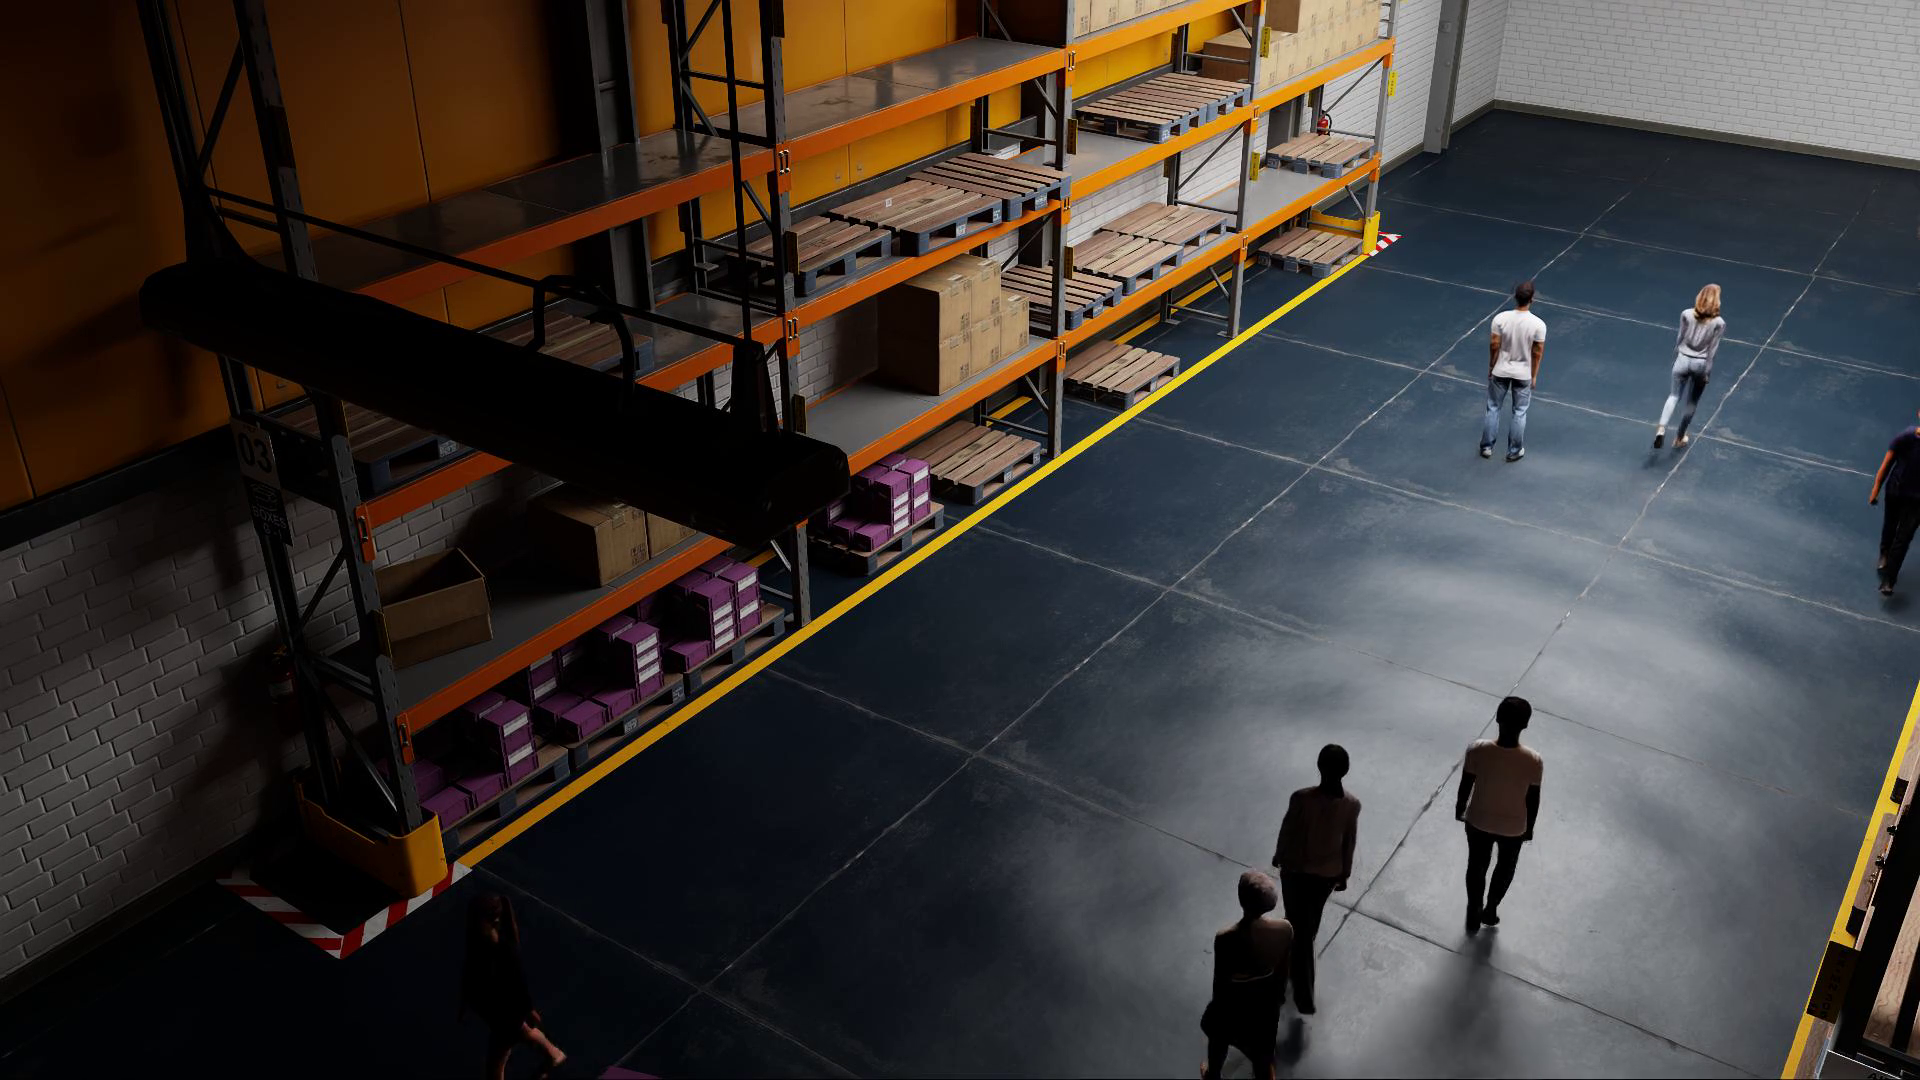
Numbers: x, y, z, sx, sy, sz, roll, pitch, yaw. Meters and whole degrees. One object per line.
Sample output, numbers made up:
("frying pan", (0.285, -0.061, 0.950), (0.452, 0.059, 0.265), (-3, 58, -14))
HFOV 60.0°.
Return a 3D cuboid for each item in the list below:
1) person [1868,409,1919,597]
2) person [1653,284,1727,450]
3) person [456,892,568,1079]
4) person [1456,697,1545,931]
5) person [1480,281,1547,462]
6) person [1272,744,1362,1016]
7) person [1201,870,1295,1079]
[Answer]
("person", (8.191, -0.429, 14.370), (0.713, 1.736, 1.135), (16, 33, 27))
("person", (7.277, -1.690, 16.634), (0.684, 1.783, 0.993), (24, 37, 37))
("person", (-2.468, 2.530, 9.176), (0.551, 1.517, 1.041), (20, 34, 32))
("person", (3.340, 1.763, 10.371), (0.707, 1.717, 0.689), (11, 30, 19))
("person", (5.492, -1.676, 16.521), (0.705, 1.866, 0.615), (13, 31, 23))
("person", (2.099, 2.026, 9.869), (0.995, 1.737, 1.154), (0, 29, -1))
("person", (1.572, 2.578, 8.880), (1.106, 1.715, 1.146), (-5, 29, -10))
